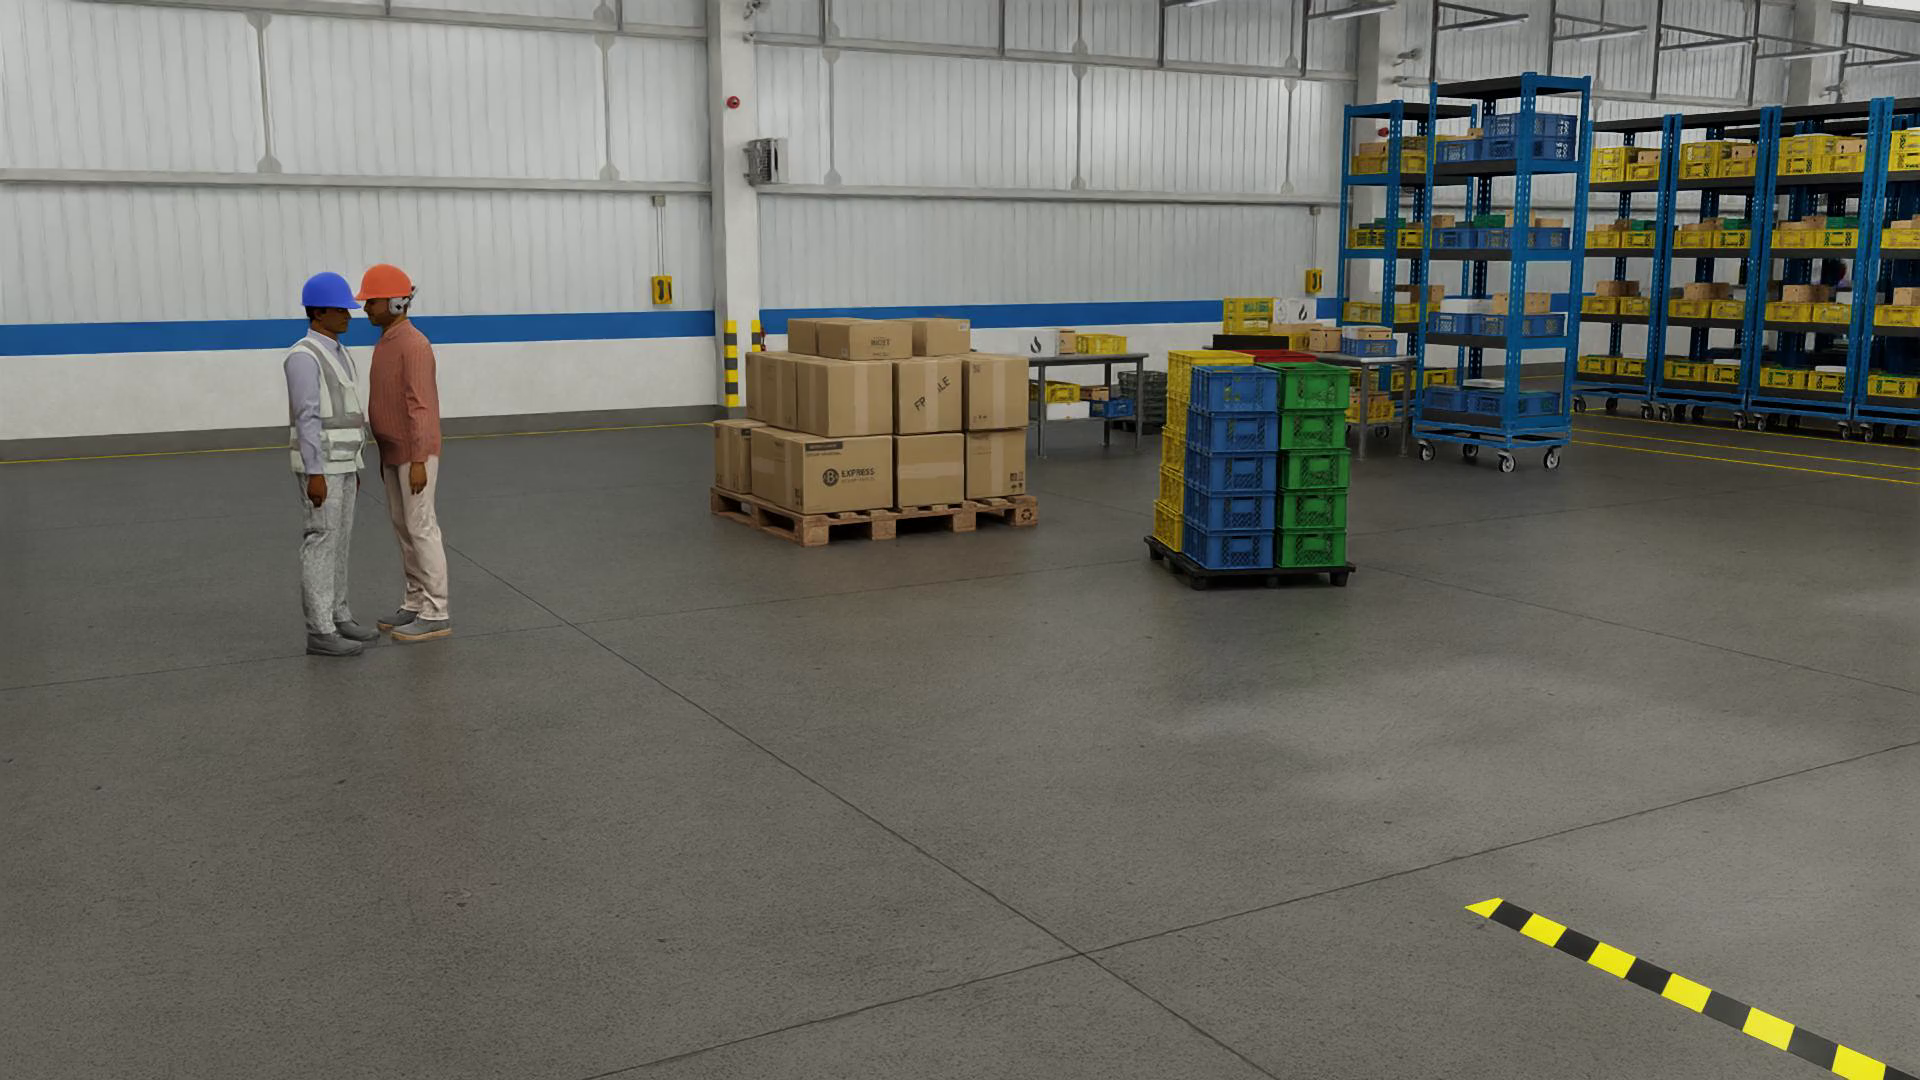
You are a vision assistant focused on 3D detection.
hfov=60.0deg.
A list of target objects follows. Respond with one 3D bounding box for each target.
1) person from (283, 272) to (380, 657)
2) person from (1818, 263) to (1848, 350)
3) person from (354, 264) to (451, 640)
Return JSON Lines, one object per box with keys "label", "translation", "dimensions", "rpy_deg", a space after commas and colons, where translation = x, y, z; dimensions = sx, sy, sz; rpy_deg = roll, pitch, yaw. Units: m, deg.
{"label": "person", "translation": [-3.213, -0.389, 8.513], "dimensions": [0.404, 1.945, 0.616], "rpy_deg": [-1, 10, -3]}
{"label": "person", "translation": [14.012, -3.521, 26.651], "dimensions": [0.884, 1.797, 0.554], "rpy_deg": [-8, 13, -37]}
{"label": "person", "translation": [-2.969, -0.462, 8.838], "dimensions": [0.402, 1.987, 0.608], "rpy_deg": [-8, 13, -38]}
